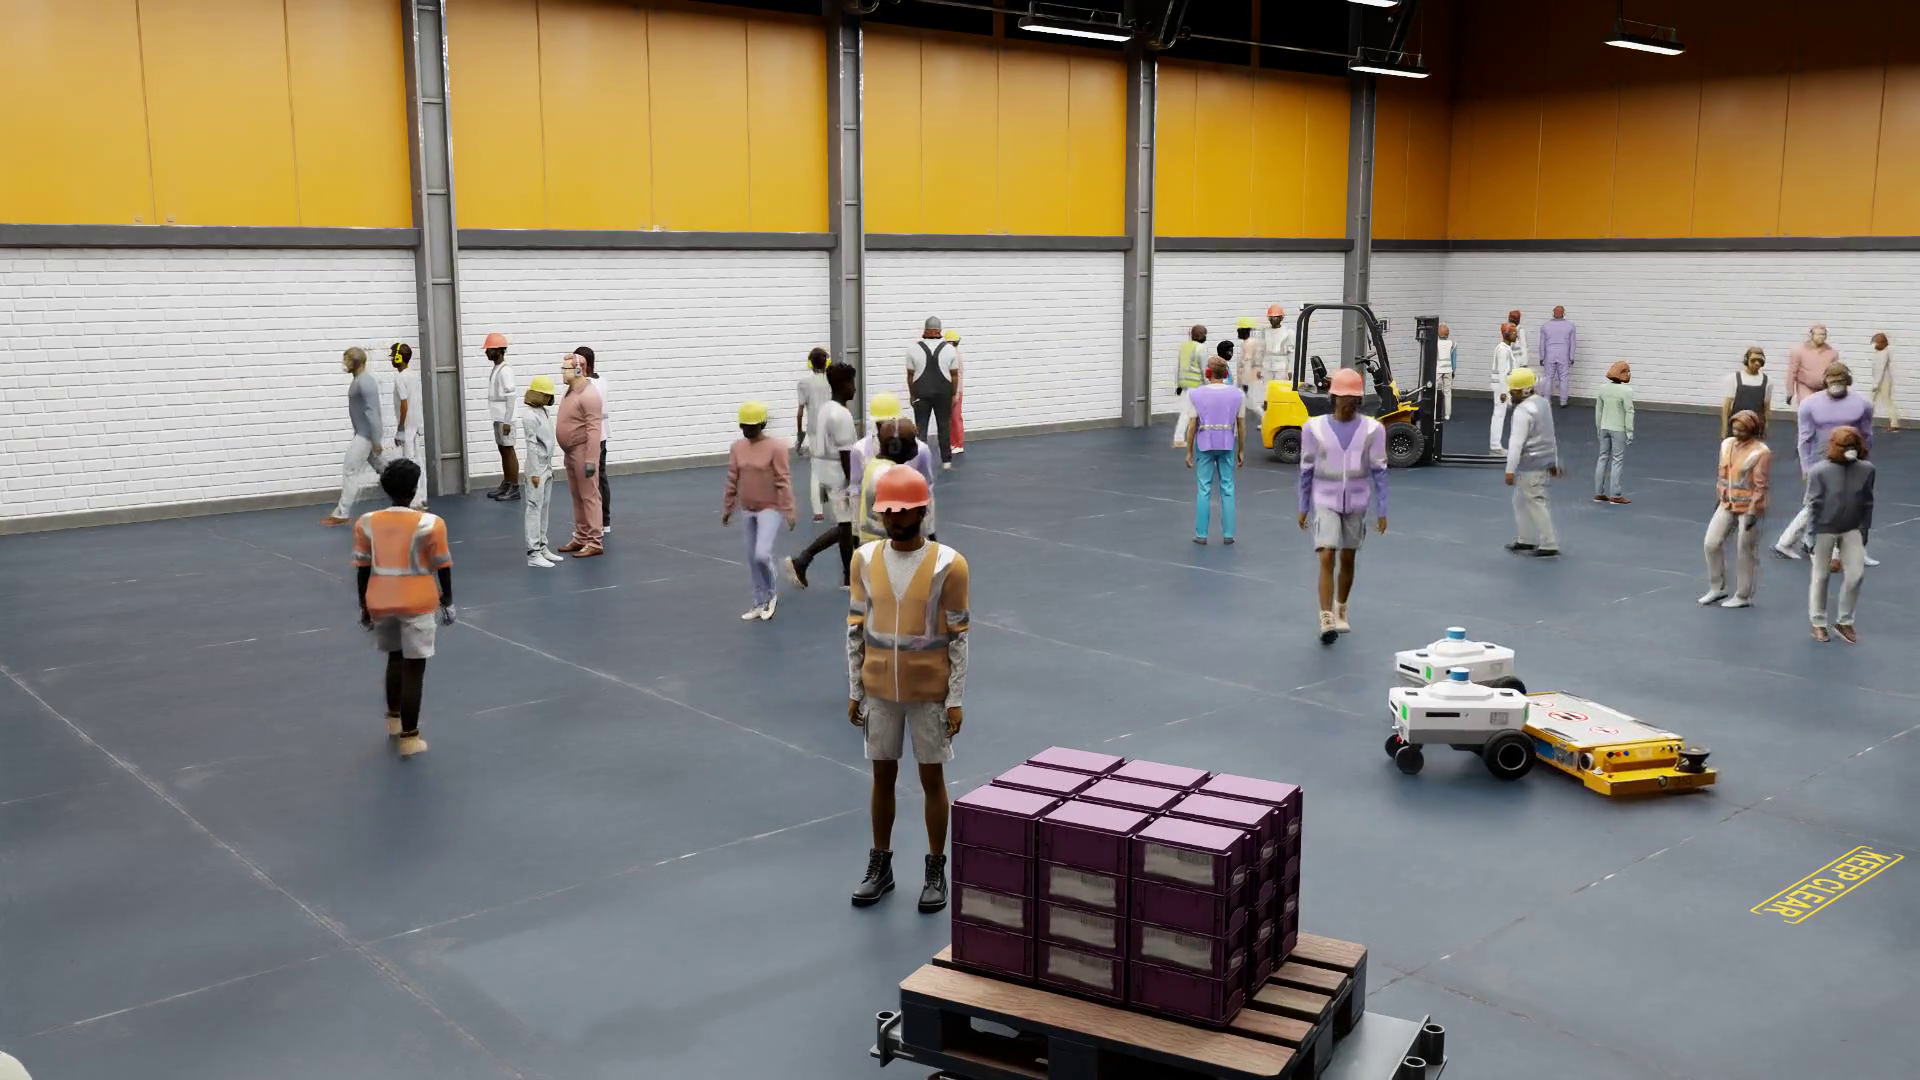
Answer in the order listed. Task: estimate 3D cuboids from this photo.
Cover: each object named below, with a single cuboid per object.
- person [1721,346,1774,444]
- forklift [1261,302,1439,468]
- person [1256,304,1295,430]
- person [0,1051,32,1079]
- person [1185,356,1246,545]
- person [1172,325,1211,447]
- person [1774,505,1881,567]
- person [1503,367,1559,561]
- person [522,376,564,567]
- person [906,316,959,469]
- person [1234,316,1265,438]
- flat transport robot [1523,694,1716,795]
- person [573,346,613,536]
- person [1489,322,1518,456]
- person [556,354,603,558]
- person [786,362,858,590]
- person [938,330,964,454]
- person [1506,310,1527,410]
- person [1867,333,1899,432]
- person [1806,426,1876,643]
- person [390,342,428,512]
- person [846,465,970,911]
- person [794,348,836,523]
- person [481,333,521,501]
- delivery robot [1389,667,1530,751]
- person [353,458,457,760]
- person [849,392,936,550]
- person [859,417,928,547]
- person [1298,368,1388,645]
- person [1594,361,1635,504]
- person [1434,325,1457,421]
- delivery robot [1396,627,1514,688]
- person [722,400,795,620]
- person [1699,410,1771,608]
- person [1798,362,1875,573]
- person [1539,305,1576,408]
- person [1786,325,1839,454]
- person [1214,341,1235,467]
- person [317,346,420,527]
[{"bbox_3d":[8.838,-1.280,18.727,0.523,1.824,0.742,3,10,17],"label":"person"},{"bbox_3d":[5.320,-2.157,22.763,2.313,2.155,1.214,3,10,16],"label":"forklift"},{"bbox_3d":[5.065,-2.769,26.790,0.615,2.040,0.391,6,12,33],"label":"person"},{"bbox_3d":[-1.661,1.396,2.578,0.618,1.990,0.405,2,10,11],"label":"person"},{"bbox_3d":[2.490,-0.863,16.211,0.575,1.841,0.375,0,10,-1],"label":"person"},{"bbox_3d":[3.547,-2.266,24.560,0.960,1.793,0.655,-4,10,-20],"label":"person"},{"bbox_3d":[7.971,-0.570,15.236,0.874,1.589,0.544,8,13,41],"label":"person"},{"bbox_3d":[5.301,-0.706,15.445,0.668,1.785,0.611,7,12,35],"label":"person"},{"bbox_3d":[-3.803,-0.629,15.162,0.311,1.736,0.483,1,10,3],"label":"person"},{"bbox_3d":[-0.362,-1.961,22.068,0.690,2.000,0.536,0,10,-1],"label":"person"},{"bbox_3d":[4.474,-2.506,25.686,0.892,1.894,0.594,0,10,2],"label":"person"},{"bbox_3d":[3.462,1.101,9.315,0.652,0.197,1.431,-3,10,-16],"label":"flat transport robot"},{"bbox_3d":[-3.709,-0.991,16.754,0.393,1.916,0.591,1,10,7],"label":"person"},{"bbox_3d":[7.673,-2.124,23.482,0.346,1.880,0.578,3,10,18],"label":"person"},{"bbox_3d":[-3.585,-0.793,15.616,0.402,1.911,0.639,-6,11,-32],"label":"person"},{"bbox_3d":[-1.064,-0.510,13.845,0.735,1.950,0.612,-3,10,-15],"label":"person"},{"bbox_3d":[-0.118,-2.117,23.783,0.307,1.770,0.525,-4,11,-23],"label":"person"},{"bbox_3d":[10.316,-3.312,30.632,0.813,1.842,0.634,0,10,-2],"label":"person"},{"bbox_3d":[14.660,-2.508,26.565,0.804,1.583,0.518,2,10,9],"label":"person"},{"bbox_3d":[6.364,-0.038,12.073,0.507,1.600,0.443,1,10,4],"label":"person"},{"bbox_3d":[-6.087,-1.232,18.298,0.331,1.872,0.513,0,10,2],"label":"person"},{"bbox_3d":[-0.234,0.637,7.160,0.545,1.938,0.362,3,10,15],"label":"person"},{"bbox_3d":[-1.458,-1.094,17.578,0.558,1.851,0.380,-1,10,-4],"label":"person"},{"bbox_3d":[-5.291,-1.415,19.169,0.376,1.939,0.547,-5,11,-28],"label":"person"},{"bbox_3d":[2.730,0.944,9.129,0.707,0.478,0.477,0,10,2],"label":"delivery robot"},{"bbox_3d":[-3.121,0.375,9.433,0.539,1.678,0.607,2,10,9],"label":"person"},{"bbox_3d":[-0.470,-0.147,11.946,0.600,1.882,0.948,2,10,12],"label":"person"},{"bbox_3d":[-0.391,0.141,10.394,0.469,1.824,0.649,-1,10,-7],"label":"person"},{"bbox_3d":[2.806,-0.241,12.135,0.625,1.991,0.994,1,10,4],"label":"person"},{"bbox_3d":[7.465,-1.227,18.958,0.264,1.632,0.507,-5,11,-25],"label":"person"},{"bbox_3d":[8.252,-2.861,28.508,0.522,1.640,0.306,-1,10,-6],"label":"person"},{"bbox_3d":[3.008,0.775,10.115,0.707,0.478,0.477,-5,11,-24],"label":"delivery robot"},{"bbox_3d":[-1.531,-0.213,12.732,0.636,1.731,0.472,6,11,30],"label":"person"},{"bbox_3d":[6.161,-0.239,13.211,0.495,1.608,0.583,-3,10,-18],"label":"person"},{"bbox_3d":[7.912,-0.686,15.090,0.640,1.891,0.842,4,11,23],"label":"person"},{"bbox_3d":[11.074,-3.393,30.851,0.641,1.905,0.410,4,10,20],"label":"person"},{"bbox_3d":[11.954,-2.068,23.221,0.669,1.850,0.980,0,10,2],"label":"person"},{"bbox_3d":[3.514,-1.826,22.294,0.320,1.692,0.531,0,10,-2],"label":"person"},{"bbox_3d":[-6.218,-1.094,17.482,1.049,1.885,0.632,-4,10,-21],"label":"person"}]
